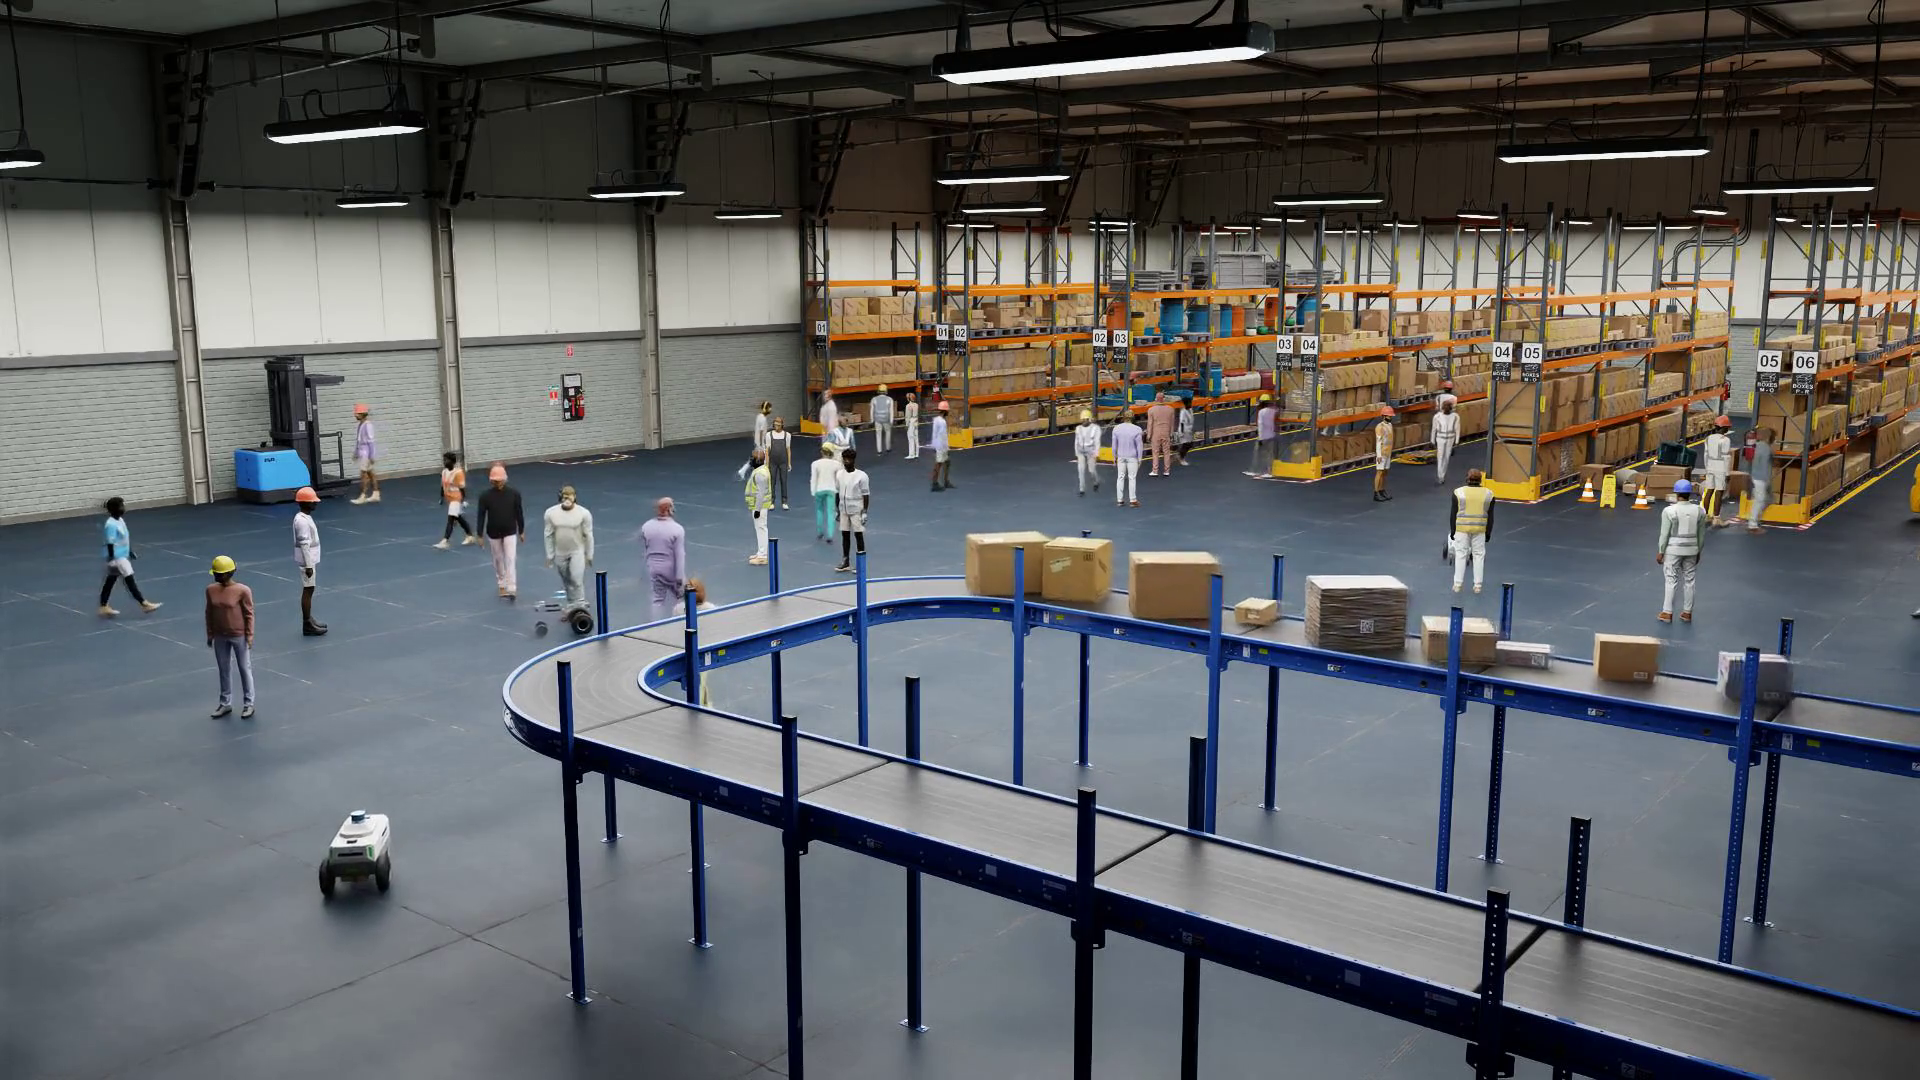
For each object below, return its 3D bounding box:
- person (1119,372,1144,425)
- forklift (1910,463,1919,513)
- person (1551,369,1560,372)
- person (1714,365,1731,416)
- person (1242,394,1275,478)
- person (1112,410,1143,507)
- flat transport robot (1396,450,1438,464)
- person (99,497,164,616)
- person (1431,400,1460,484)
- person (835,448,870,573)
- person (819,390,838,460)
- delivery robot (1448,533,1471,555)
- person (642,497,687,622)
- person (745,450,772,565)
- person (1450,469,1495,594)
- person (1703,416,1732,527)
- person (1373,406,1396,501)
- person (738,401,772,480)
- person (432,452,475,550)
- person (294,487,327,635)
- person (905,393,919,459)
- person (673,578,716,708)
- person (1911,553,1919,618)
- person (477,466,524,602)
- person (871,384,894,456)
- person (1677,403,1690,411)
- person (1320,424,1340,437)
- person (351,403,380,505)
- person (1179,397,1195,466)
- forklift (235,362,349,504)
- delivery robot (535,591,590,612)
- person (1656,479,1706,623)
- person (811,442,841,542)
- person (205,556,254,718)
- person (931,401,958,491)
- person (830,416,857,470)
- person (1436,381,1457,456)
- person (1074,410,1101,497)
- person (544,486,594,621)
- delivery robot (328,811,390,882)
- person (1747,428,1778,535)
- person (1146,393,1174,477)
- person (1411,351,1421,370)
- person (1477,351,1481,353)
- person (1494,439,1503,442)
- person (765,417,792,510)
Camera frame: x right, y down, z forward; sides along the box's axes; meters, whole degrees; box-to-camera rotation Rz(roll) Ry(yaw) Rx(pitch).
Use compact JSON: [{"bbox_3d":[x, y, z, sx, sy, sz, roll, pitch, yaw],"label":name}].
[{"bbox_3d":[4.465,-3.437,41.300,0.650,1.948,0.996,7,12,34],"label":"person"},{"bbox_3d":[19.034,-1.348,28.998,2.313,2.155,1.214,8,13,37],"label":"forklift"},{"bbox_3d":[18.336,-4.622,48.058,0.655,1.923,0.547,8,13,39],"label":"person"},{"bbox_3d":[22.643,-4.269,46.362,0.555,1.821,0.654,6,12,31],"label":"person"},{"bbox_3d":[6.791,-2.353,35.388,0.605,1.882,0.867,-10,14,-43],"label":"person"},{"bbox_3d":[3.342,-1.630,31.180,0.638,1.938,0.356,5,11,26],"label":"person"},{"bbox_3d":[11.243,-2.021,38.197,0.652,0.197,1.431,8,13,38],"label":"flat transport robot"},{"bbox_3d":[-11.475,0.229,21.493,0.859,1.647,0.548,-3,11,-18],"label":"person"},{"bbox_3d":[10.719,-2.170,34.541,0.573,1.837,0.969,1,10,6],"label":"person"},{"bbox_3d":[-1.706,-0.467,24.555,0.609,1.964,0.367,6,12,30],"label":"person"},{"bbox_3d":[-3.074,-2.612,36.900,0.504,1.870,0.667,-5,11,-27],"label":"person"},{"bbox_3d":[8.154,0.040,25.534,0.477,0.478,0.707,3,10,15],"label":"delivery robot"},{"bbox_3d":[-3.714,0.386,20.016,0.647,1.880,0.740,4,11,19],"label":"person"},{"bbox_3d":[-3.264,-0.540,25.315,0.429,1.846,0.626,-1,10,-5],"label":"person"},{"bbox_3d":[7.544,-0.138,23.100,0.619,1.836,0.431,1,10,6],"label":"person"},{"bbox_3d":[14.014,-1.279,28.907,0.378,2.045,0.605,-3,10,-14],"label":"person"},{"bbox_3d":[8.699,-1.771,31.977,0.364,1.935,0.553,8,13,40],"label":"person"},{"bbox_3d":[-4.505,-2.158,34.488,0.735,1.827,0.560,-2,10,-10],"label":"person"},{"bbox_3d":[-8.647,-0.683,26.664,0.549,1.644,0.890,9,13,41],"label":"person"},{"bbox_3d":[-8.520,0.264,20.523,0.366,1.935,0.552,-4,11,-20],"label":"person"},{"bbox_3d":[-1.197,-2.829,38.772,0.310,1.638,0.522,5,11,28],"label":"person"},{"bbox_3d":[-2.761,1.168,16.414,0.520,1.591,0.863,3,10,14],"label":"person"},{"bbox_3d":[13.369,0.173,21.289,0.390,1.848,0.563,-6,12,-31],"label":"person"},{"bbox_3d":[-6.609,-0.090,22.505,0.655,1.934,1.030,-3,10,-15],"label":"person"},{"bbox_3d":[-1.942,-3.036,39.500,0.610,1.781,0.916,1,10,8],"label":"person"},{"bbox_3d":[21.743,-4.473,47.092,0.624,1.974,0.687,-3,10,-14],"label":"person"},{"bbox_3d":[10.406,-3.778,43.606,0.546,1.819,0.965,8,13,36],"label":"person"},{"bbox_3d":[-12.059,-1.745,31.617,0.505,2.043,0.613,-6,12,-32],"label":"person"},{"bbox_3d":[5.399,-2.599,37.381,0.375,1.667,0.572,7,12,36],"label":"person"},{"bbox_3d":[-13.803,-2.244,32.110,1.129,2.768,1.873,8,13,37],"label":"forklift"},{"bbox_3d":[-5.238,0.787,20.597,0.698,0.223,0.335,-3,11,-18],"label":"delivery robot"},{"bbox_3d":[9.740,0.148,21.148,0.601,1.949,0.385,0,10,-2],"label":"person"},{"bbox_3d":[-2.348,-0.841,27.368,0.551,1.713,0.926,-1,10,-7],"label":"person"},{"bbox_3d":[-7.806,1.030,16.719,0.523,1.761,0.328,1,10,6],"label":"person"},{"bbox_3d":[-0.286,-1.995,33.294,0.750,1.912,0.579,-2,10,-13],"label":"person"},{"bbox_3d":[-2.451,-1.804,33.063,0.534,1.611,0.665,-6,12,-31],"label":"person"},{"bbox_3d":[12.212,-3.033,39.205,0.548,1.899,0.923,7,12,34],"label":"person"},{"bbox_3d":[2.676,-1.826,32.637,0.607,1.814,0.598,5,11,26],"label":"person"},{"bbox_3d":[-5.240,0.203,21.035,0.646,1.900,0.711,1,10,4],"label":"person"},{"bbox_3d":[-4.738,2.383,12.346,0.477,0.478,0.707,-2,10,-10],"label":"delivery robot"},{"bbox_3d":[14.395,-1.052,27.983,0.512,1.915,0.664,3,11,18],"label":"person"},{"bbox_3d":[4.544,-2.397,35.604,0.641,1.904,0.401,-2,10,-14],"label":"person"},{"bbox_3d":[15.683,-5.653,53.880,0.382,1.919,0.584,1,10,7],"label":"person"},{"bbox_3d":[17.849,-5.616,53.950,0.403,1.822,0.589,-7,12,-35],"label":"person"},{"bbox_3d":[12.446,-2.378,35.611,0.607,1.855,0.796,8,13,39],"label":"person"},{"bbox_3d":[-3.571,-1.509,30.784,0.504,1.839,0.344,-2,10,-11],"label":"person"}]
